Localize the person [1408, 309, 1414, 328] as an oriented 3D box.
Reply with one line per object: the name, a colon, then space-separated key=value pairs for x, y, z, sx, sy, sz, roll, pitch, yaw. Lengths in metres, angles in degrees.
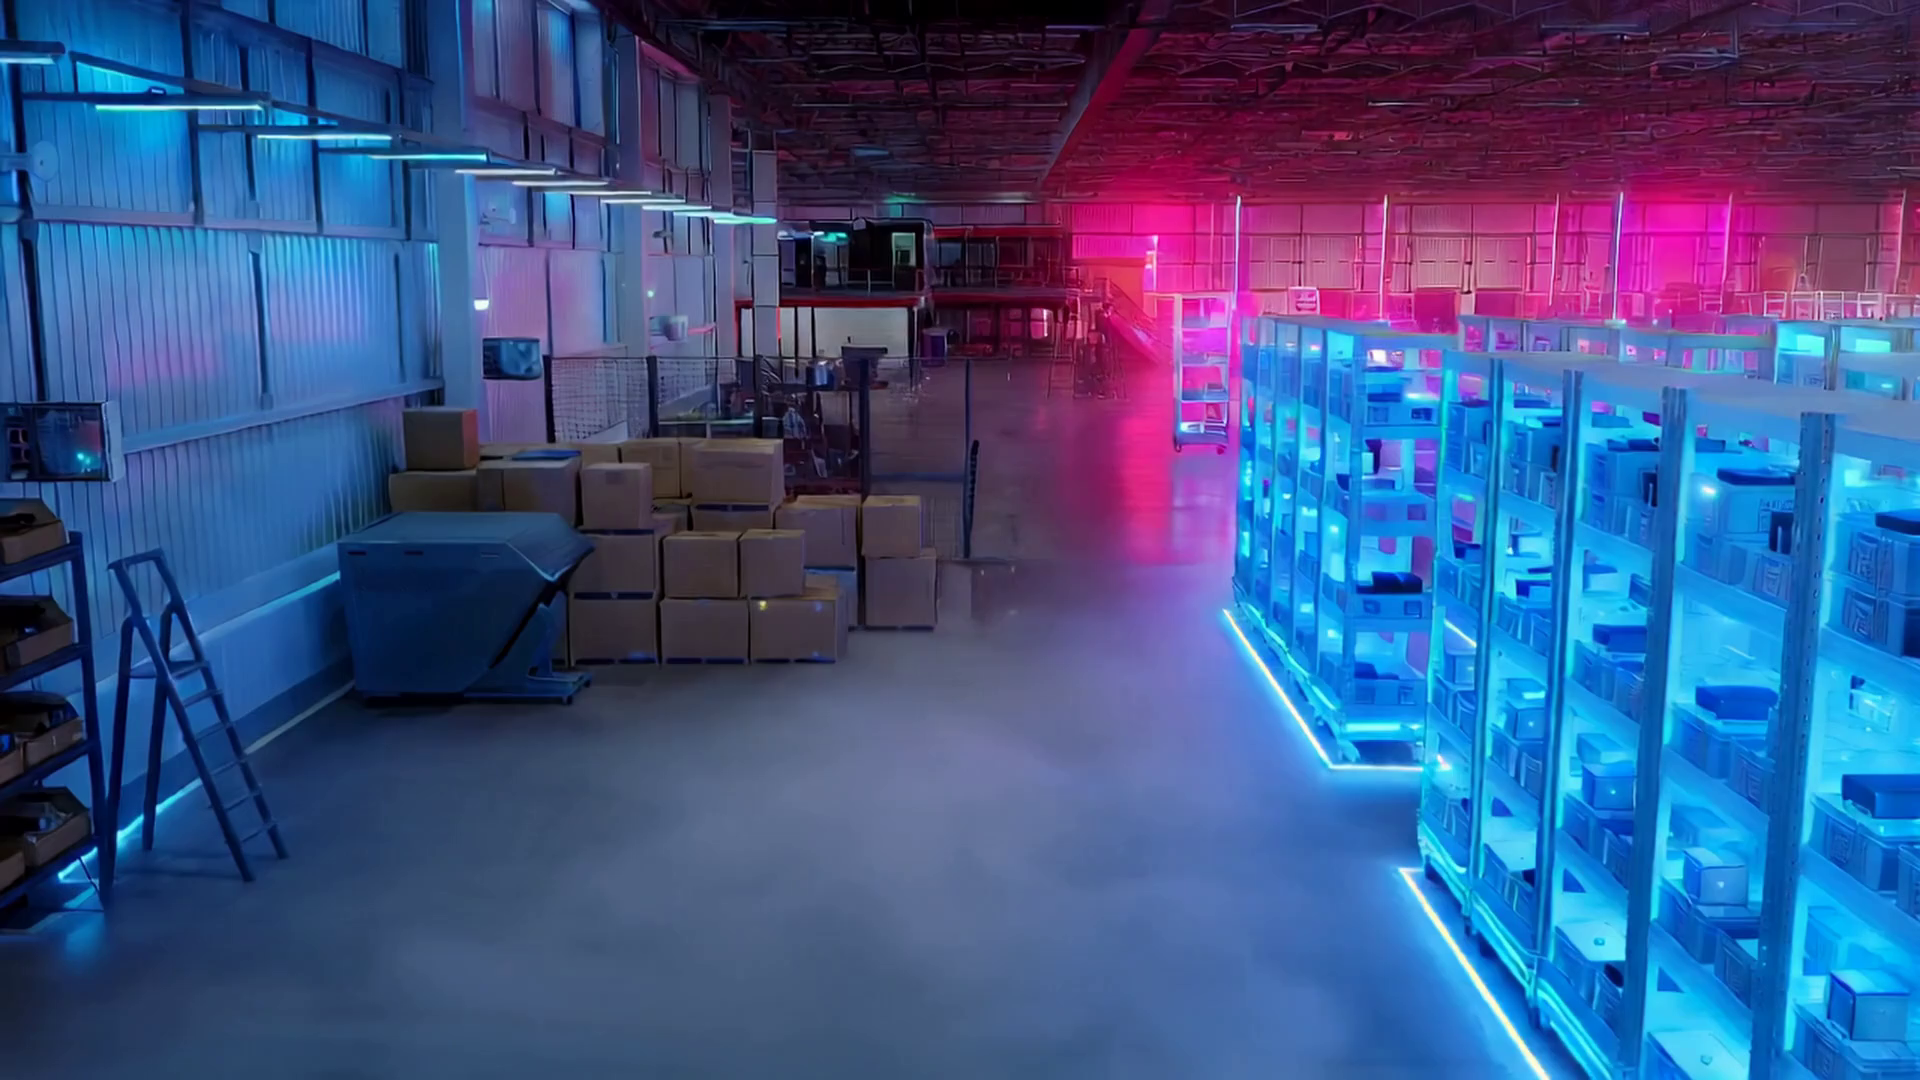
person: x=25.686 y=-12.221 z=94.908 sx=0.398 sy=1.920 sz=0.586 roll=4 pitch=10 yaw=24

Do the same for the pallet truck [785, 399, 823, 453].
pallet truck: x=-3.814 y=-2.432 z=36.419 sx=1.630 sy=1.274 sz=0.653 roll=0 pitch=9 yaw=1

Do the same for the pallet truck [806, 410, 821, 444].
pallet truck: x=-3.559 y=-2.018 z=33.905 sx=1.522 sy=1.261 sz=0.704 roll=0 pitch=9 yaw=-1

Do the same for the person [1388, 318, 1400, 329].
person: x=20.136 y=-9.315 z=76.979 sx=0.600 sy=1.916 sz=0.651 roll=-6 pitch=11 yaw=-34

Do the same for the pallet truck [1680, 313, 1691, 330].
pallet truck: x=36.315 y=-10.531 z=84.244 sx=0.823 sy=1.965 sz=1.885 roll=-6 pitch=11 yaw=-33

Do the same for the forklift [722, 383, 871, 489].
forklift: x=-2.893 y=-1.687 z=28.729 sx=2.680 sy=1.987 sz=1.157 roll=0 pitch=9 yaw=-1

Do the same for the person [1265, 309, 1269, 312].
person: x=16.803 y=-11.673 z=91.302 sx=0.622 sy=1.990 sz=0.402 roll=6 pitch=11 yaw=35

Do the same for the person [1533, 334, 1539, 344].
person: x=21.931 y=-7.304 z=64.203 sx=0.674 sy=2.000 sz=0.535 roll=6 pitch=11 yaw=34

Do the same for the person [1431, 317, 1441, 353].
person: x=23.624 y=-10.179 z=82.626 sx=0.431 sy=1.832 sz=0.639 roll=-2 pitch=9 yaw=-12

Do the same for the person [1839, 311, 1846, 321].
person: x=48.476 y=-11.647 z=91.472 sx=0.337 sy=1.883 sz=0.584 roll=4 pitch=10 yaw=21

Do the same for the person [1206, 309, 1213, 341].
person: x=14.614 y=-12.635 z=97.452 sx=0.566 sy=1.918 sz=0.581 roll=3 pitch=10 yaw=17

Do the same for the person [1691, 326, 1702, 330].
person: x=35.009 y=-9.581 z=79.033 sx=0.977 sy=1.799 sz=0.639 roll=-3 pitch=10 yaw=-18

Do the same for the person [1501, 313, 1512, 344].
person: x=30.213 y=-11.613 z=91.692 sx=0.641 sy=1.749 sz=0.529 roll=-1 pitch=9 yaw=-3

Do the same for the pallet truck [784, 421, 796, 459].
pallet truck: x=-4.013 y=-1.793 z=32.705 sx=1.601 sy=1.201 sz=0.680 roll=0 pitch=9 yaw=1

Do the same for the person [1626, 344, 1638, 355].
person: x=23.764 y=-6.326 z=58.611 sx=0.810 sy=1.896 sz=0.570 roll=-4 pitch=10 yaw=-23

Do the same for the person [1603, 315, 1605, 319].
person: x=36.388 y=-12.039 z=93.702 sx=0.467 sy=1.949 sz=0.745 roll=5 pitch=11 yaw=30

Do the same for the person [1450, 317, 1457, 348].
person: x=26.015 y=-10.915 z=87.547 sx=0.364 sy=1.684 sz=0.555 roll=-4 pitch=10 yaw=-24

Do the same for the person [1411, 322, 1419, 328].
person: x=18.472 y=-7.856 z=67.649 sx=0.596 sy=2.024 sz=0.656 roll=0 pitch=9 yaw=-2

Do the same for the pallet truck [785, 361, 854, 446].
pallet truck: x=-3.410 y=-3.193 z=38.978 sx=1.885 sy=1.965 sz=0.823 roll=0 pitch=9 yaw=-1

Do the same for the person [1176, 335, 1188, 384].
person: x=8.037 y=-6.550 z=60.388 sx=0.532 sy=1.772 sz=0.300 roll=1 pitch=9 yaw=8

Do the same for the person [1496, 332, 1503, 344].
person: x=20.025 y=-6.762 z=61.445 sx=0.737 sy=1.857 sz=0.601 roll=5 pitch=10 yaw=28

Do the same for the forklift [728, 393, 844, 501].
forklift: x=-2.979 y=-1.316 z=26.476 sx=2.680 sy=1.987 sz=1.157 roll=0 pitch=9 yaw=1

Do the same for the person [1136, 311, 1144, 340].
person: x=9.748 y=-11.462 z=90.312 sx=0.457 sy=1.890 sz=0.673 roll=-4 pitch=10 yaw=-21

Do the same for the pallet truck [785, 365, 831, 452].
pallet truck: x=-3.774 y=-2.976 z=37.635 sx=1.885 sy=1.965 sz=0.823 roll=1 pitch=9 yaw=5
